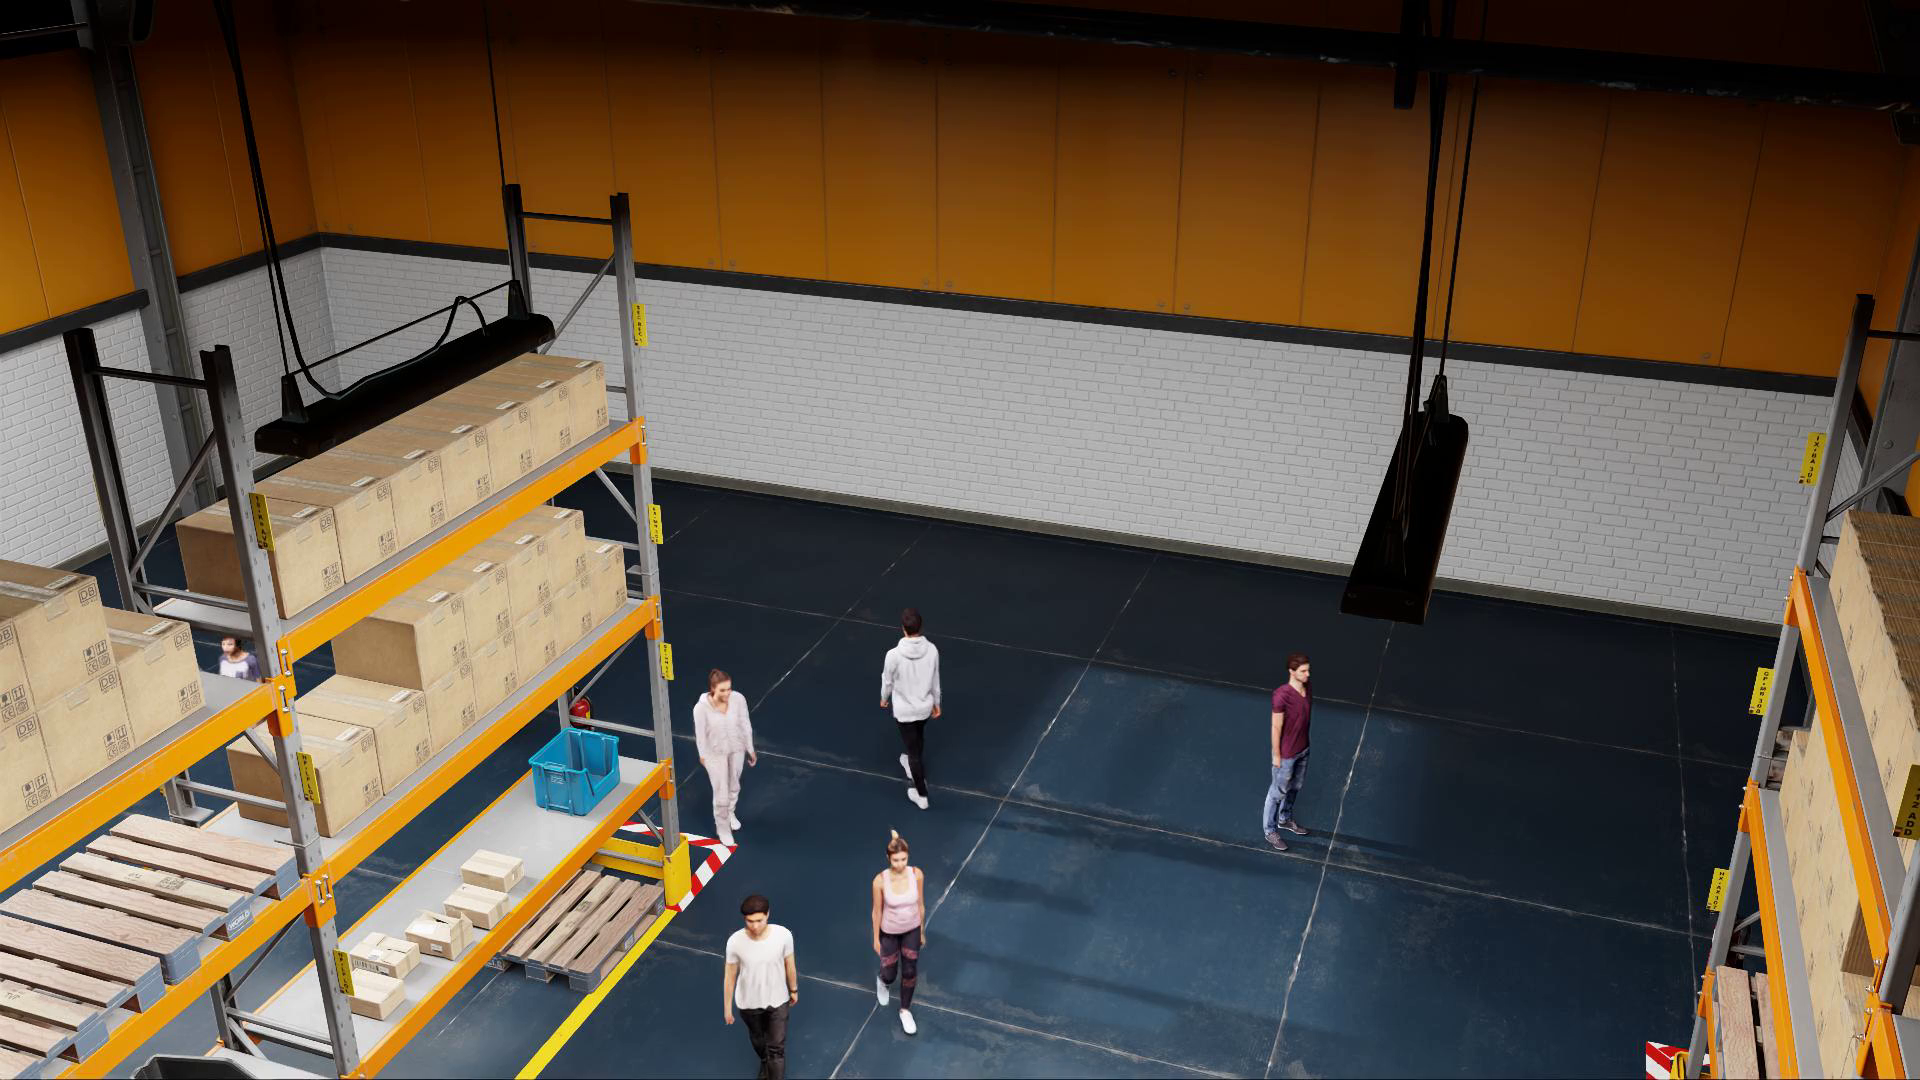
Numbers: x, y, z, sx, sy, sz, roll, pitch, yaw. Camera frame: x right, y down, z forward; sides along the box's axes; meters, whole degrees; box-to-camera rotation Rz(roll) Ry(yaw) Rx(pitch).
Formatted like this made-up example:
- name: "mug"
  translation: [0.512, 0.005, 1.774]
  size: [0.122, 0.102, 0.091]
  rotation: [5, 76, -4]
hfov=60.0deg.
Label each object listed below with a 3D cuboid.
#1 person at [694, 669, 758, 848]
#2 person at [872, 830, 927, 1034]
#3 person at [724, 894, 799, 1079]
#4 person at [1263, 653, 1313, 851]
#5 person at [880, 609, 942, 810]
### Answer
- name: "person"
  translation: [-2.142, 1.864, 14.902]
  size: [0.835, 1.665, 0.891]
  rotation: [-15, 28, -31]
- name: "person"
  translation: [-0.471, 2.907, 12.558]
  size: [0.796, 1.632, 0.885]
  rotation: [-7, 25, -15]
- name: "person"
  translation: [-1.398, 3.187, 11.834]
  size: [0.892, 1.698, 1.060]
  rotation: [-2, 24, -3]
- name: "person"
  translation: [2.928, 1.825, 14.755]
  size: [0.795, 1.854, 0.649]
  rotation: [21, 31, 40]
- name: "person"
  translation: [-0.389, 1.588, 15.247]
  size: [1.080, 1.894, 1.131]
  rotation: [-12, 26, -25]
